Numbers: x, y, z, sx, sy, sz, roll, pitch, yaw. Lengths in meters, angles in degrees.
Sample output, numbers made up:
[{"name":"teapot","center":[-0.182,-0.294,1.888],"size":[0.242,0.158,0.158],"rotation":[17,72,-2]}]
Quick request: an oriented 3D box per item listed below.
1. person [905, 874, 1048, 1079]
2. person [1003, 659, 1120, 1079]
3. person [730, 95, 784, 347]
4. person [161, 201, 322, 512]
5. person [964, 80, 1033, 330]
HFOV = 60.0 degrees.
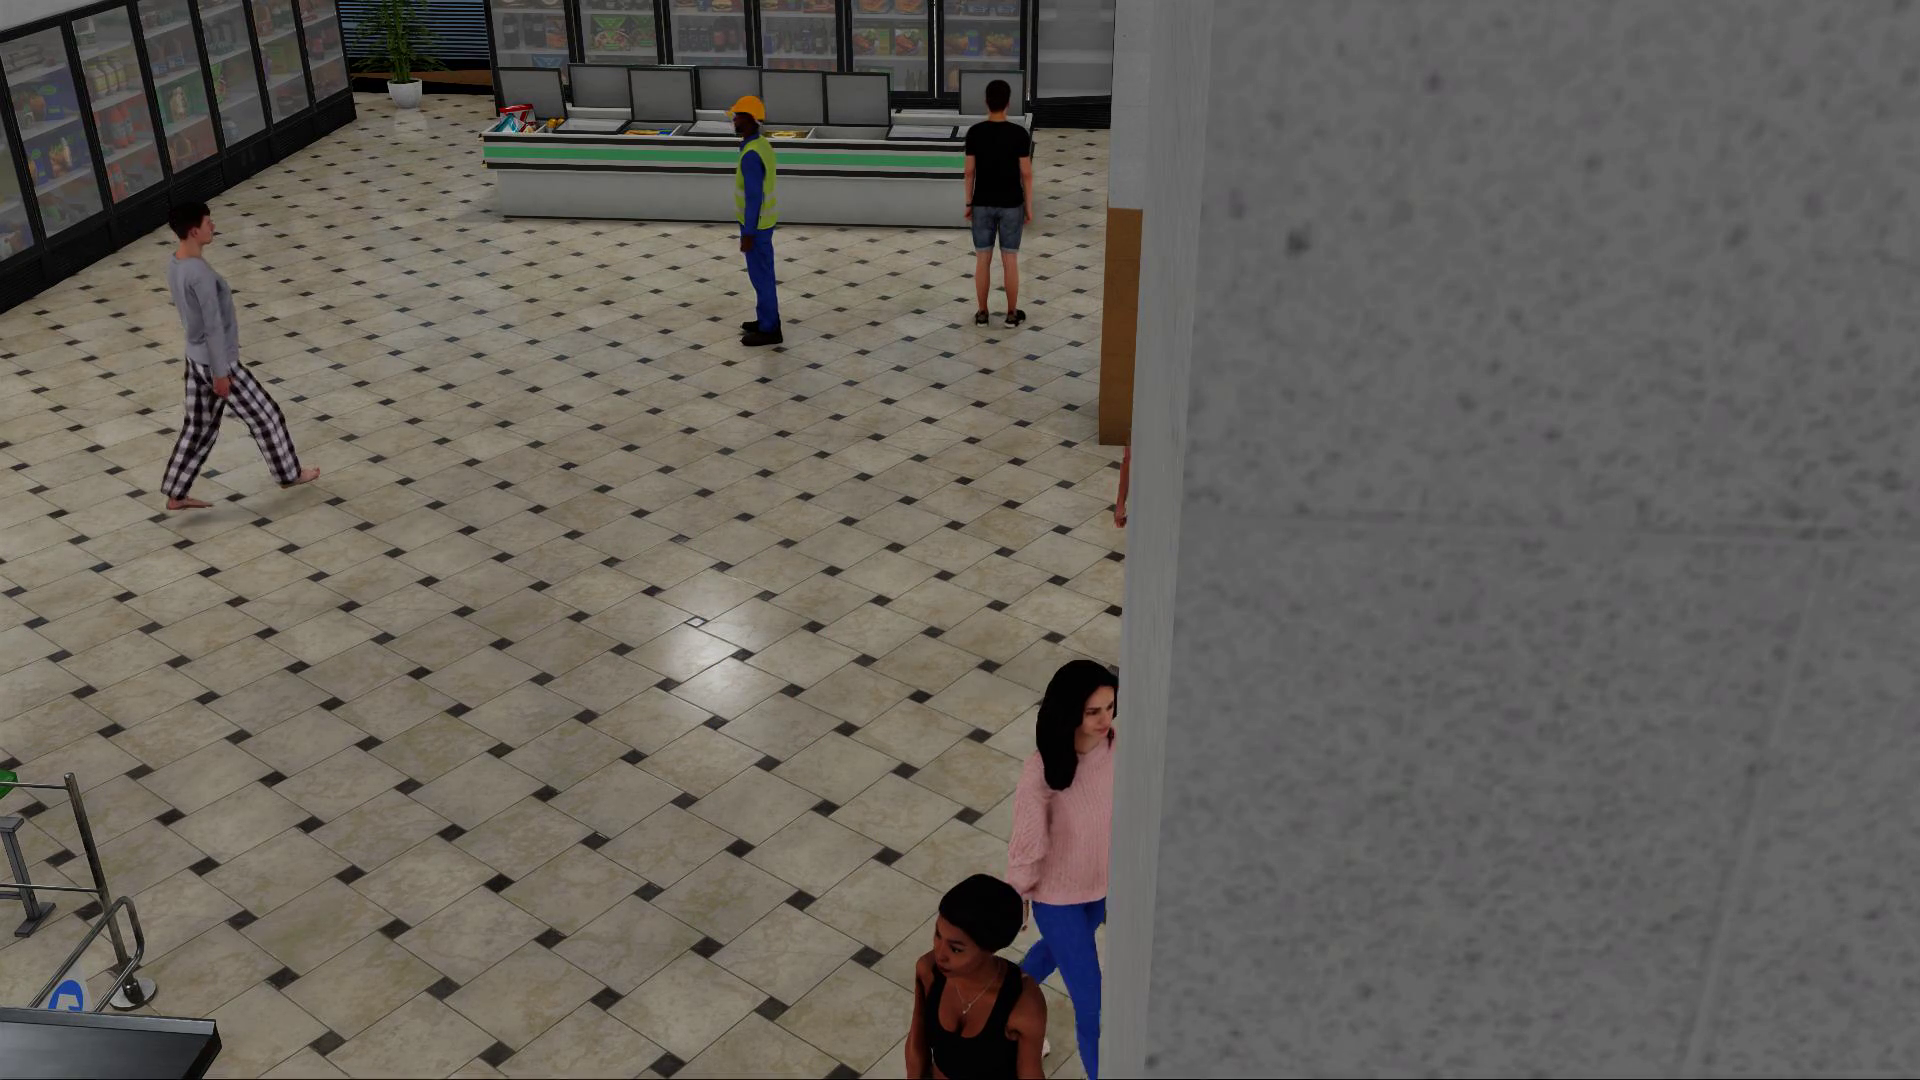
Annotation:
[{"name":"person","center":[0.054,1.597,4.533],"size":[0.606,1.699,0.717],"rotation":[17,32,30]},{"name":"person","center":[0.330,1.123,5.443],"size":[1.156,1.721,1.168],"rotation":[-17,32,-30]},{"name":"person","center":[-1.484,-2.329,12.148],"size":[0.587,1.813,0.685],"rotation":[0,27,-1]},{"name":"person","center":[-4.358,-0.987,9.517],"size":[1.156,1.800,1.156],"rotation":[-24,35,-39]},{"name":"person","center":[0.277,-2.505,12.459],"size":[0.488,1.846,0.731],"rotation":[3,27,7]}]
